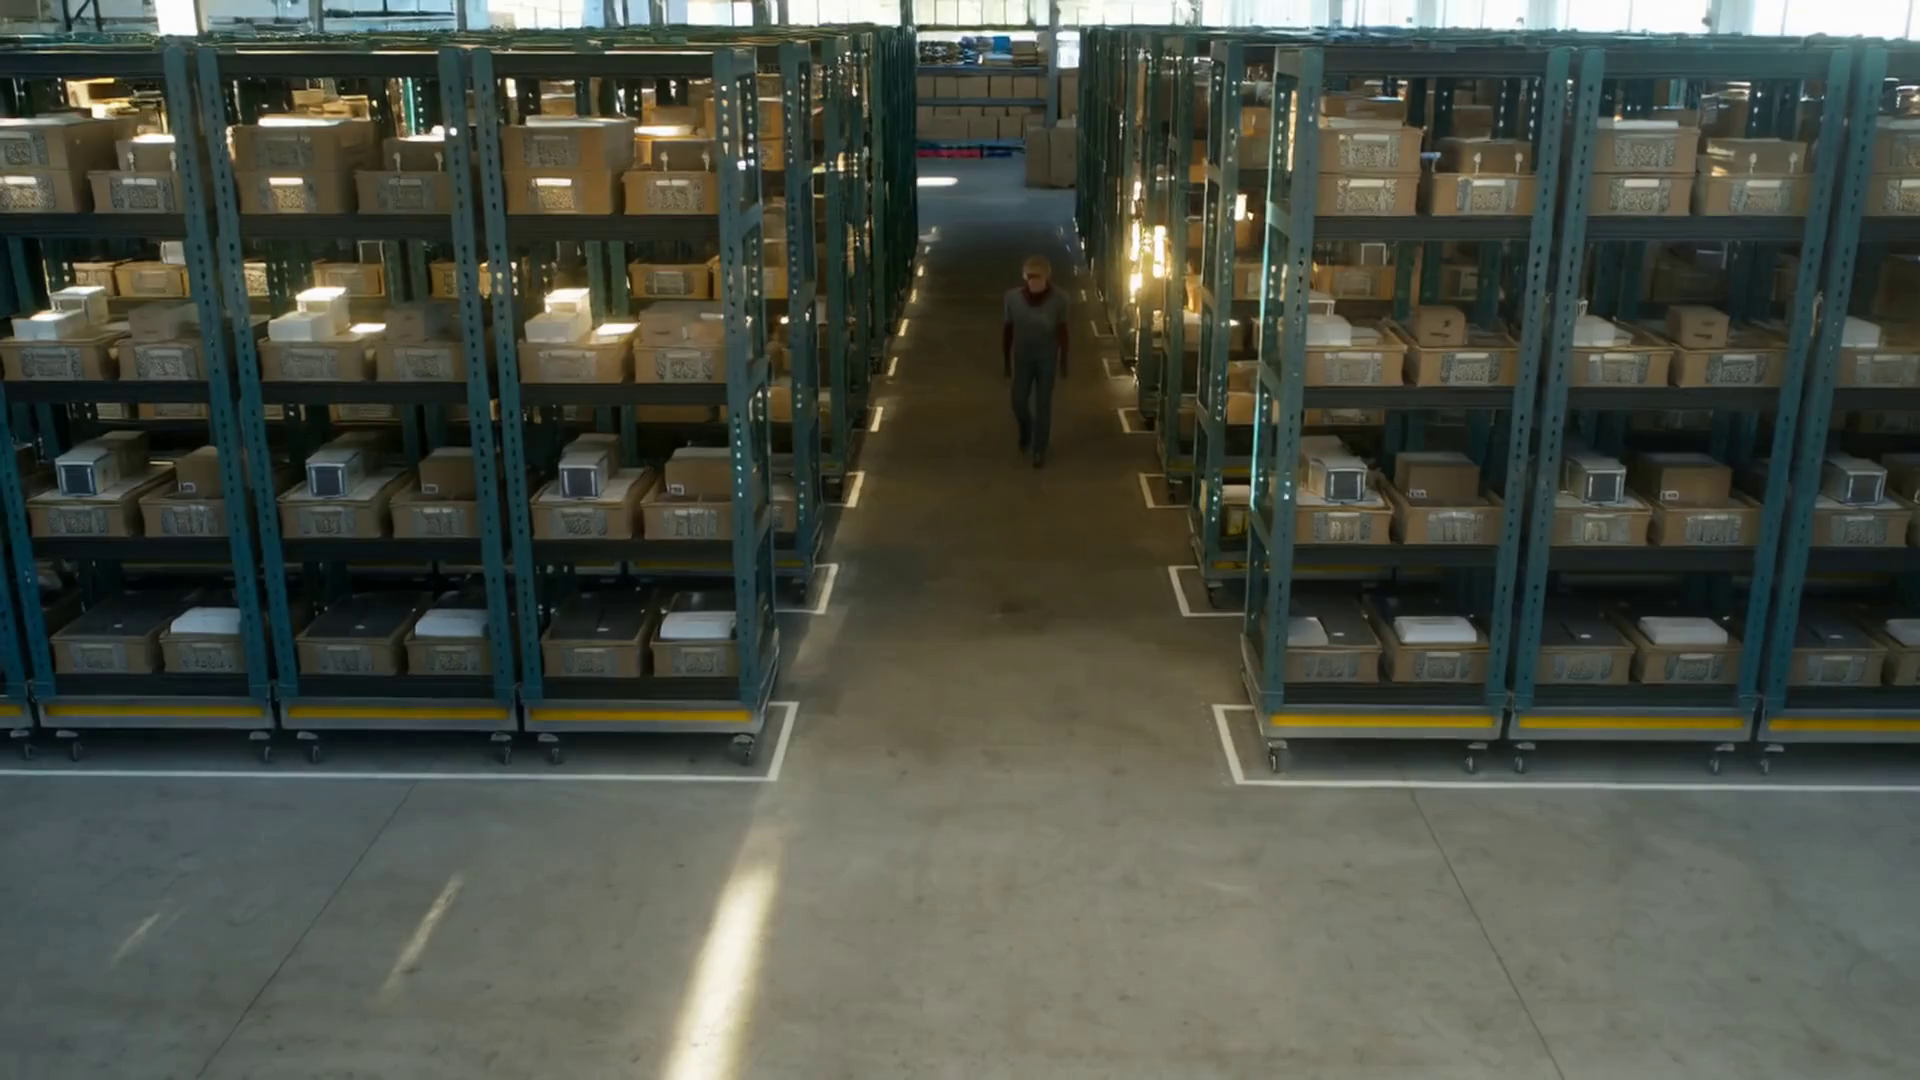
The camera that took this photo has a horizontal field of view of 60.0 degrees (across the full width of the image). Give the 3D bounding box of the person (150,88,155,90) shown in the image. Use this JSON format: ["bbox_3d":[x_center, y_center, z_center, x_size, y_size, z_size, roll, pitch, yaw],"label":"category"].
[{"bbox_3d":[-25.371,-13.363,52.295,0.525,1.618,0.448,2,18,7],"label":"person"}]

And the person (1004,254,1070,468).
[{"bbox_3d":[0.661,-1.563,14.350,0.565,1.831,0.525,2,18,7],"label":"person"}]

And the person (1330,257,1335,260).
[{"bbox_3d":[4.077,-2.539,17.200,0.611,1.985,0.393,3,18,10],"label":"person"}]
